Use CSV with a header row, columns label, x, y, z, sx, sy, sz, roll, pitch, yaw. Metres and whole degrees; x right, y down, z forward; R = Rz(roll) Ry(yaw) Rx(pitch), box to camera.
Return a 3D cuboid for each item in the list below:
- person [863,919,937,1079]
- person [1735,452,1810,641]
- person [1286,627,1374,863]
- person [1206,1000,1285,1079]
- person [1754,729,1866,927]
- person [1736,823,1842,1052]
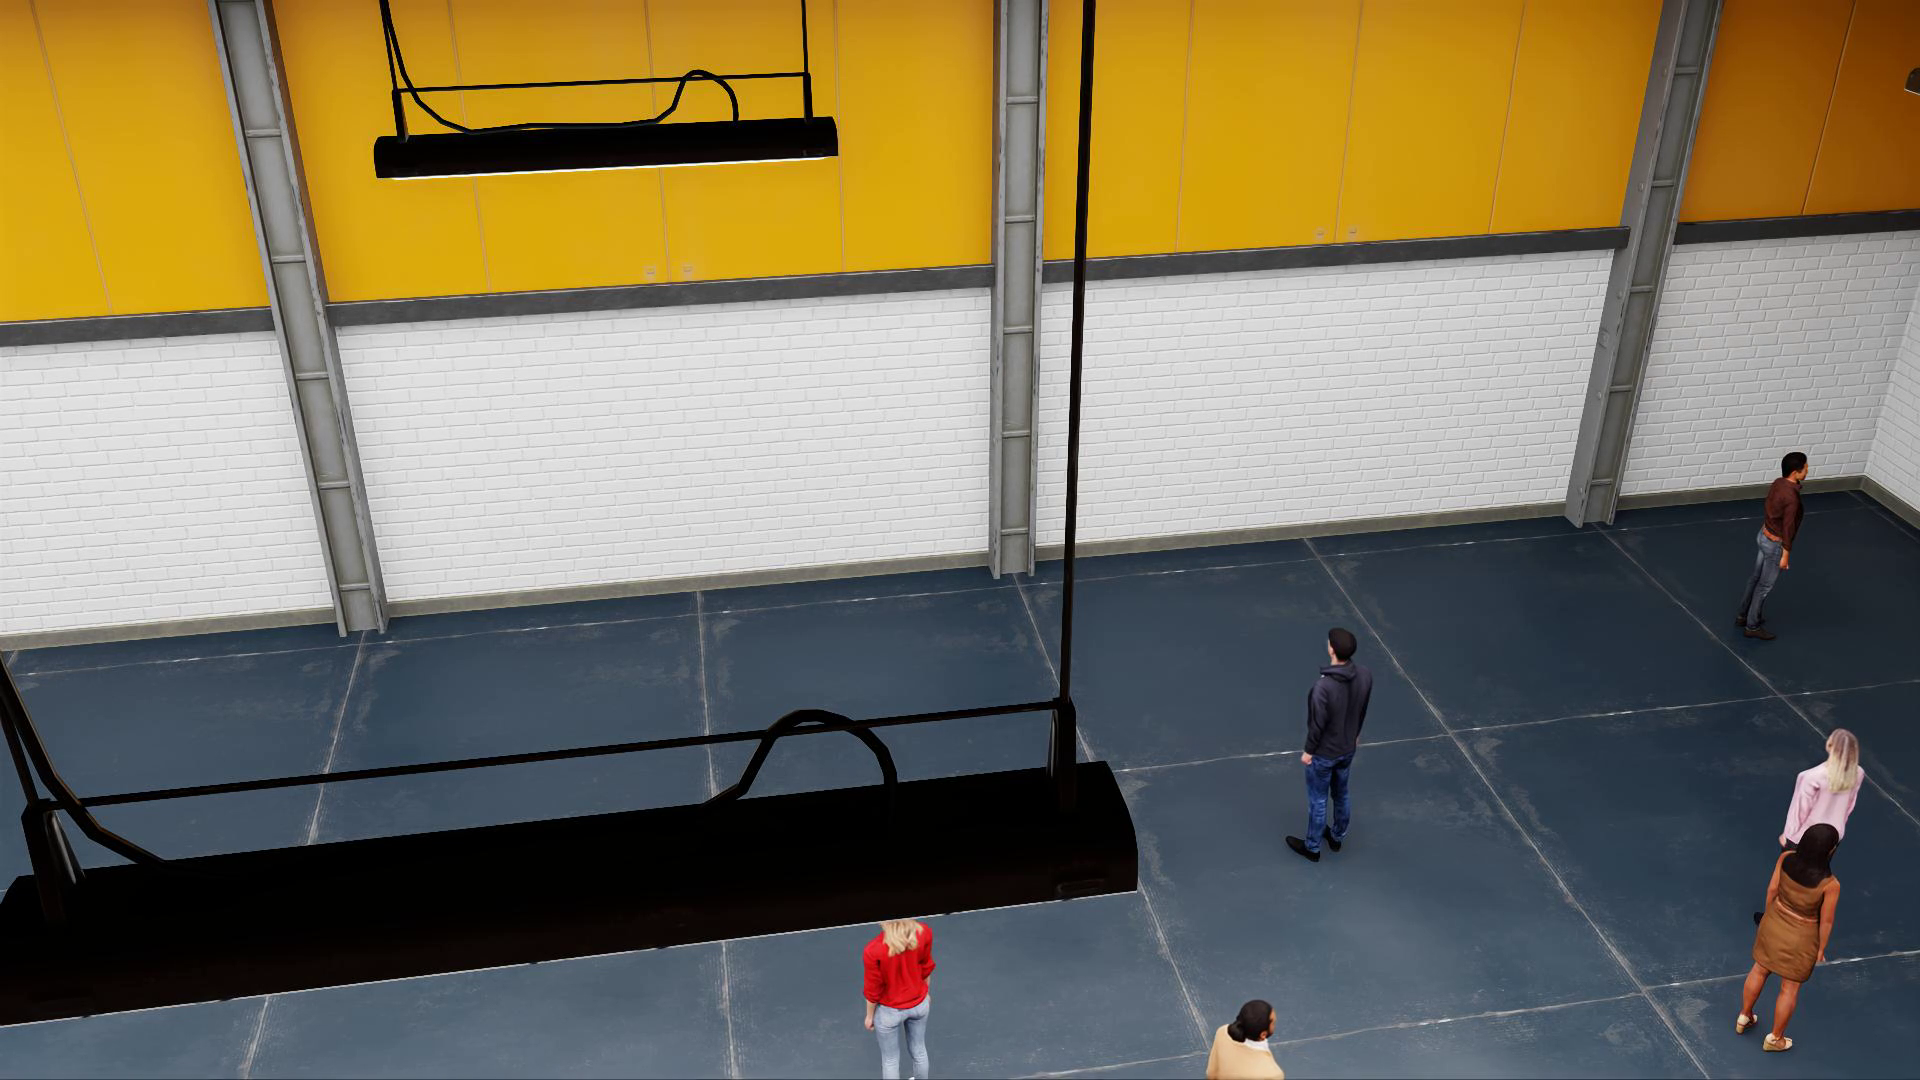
label,x,y,z,sx,sy,sz,roll,pitch,yaw
person,-0.351,2.739,9.775,0.569,1.687,0.737,-16,32,-26
person,7.159,0.031,14.641,0.625,1.781,0.705,3,29,5
person,2.665,1.466,11.893,0.649,1.894,0.811,-17,33,-28
person,1.519,3.155,8.942,0.721,1.754,0.738,-18,33,-29
person,5.745,1.977,11.170,0.471,1.688,0.652,-6,29,-10
person,5.147,2.446,10.311,0.625,1.688,0.635,-17,33,-28
